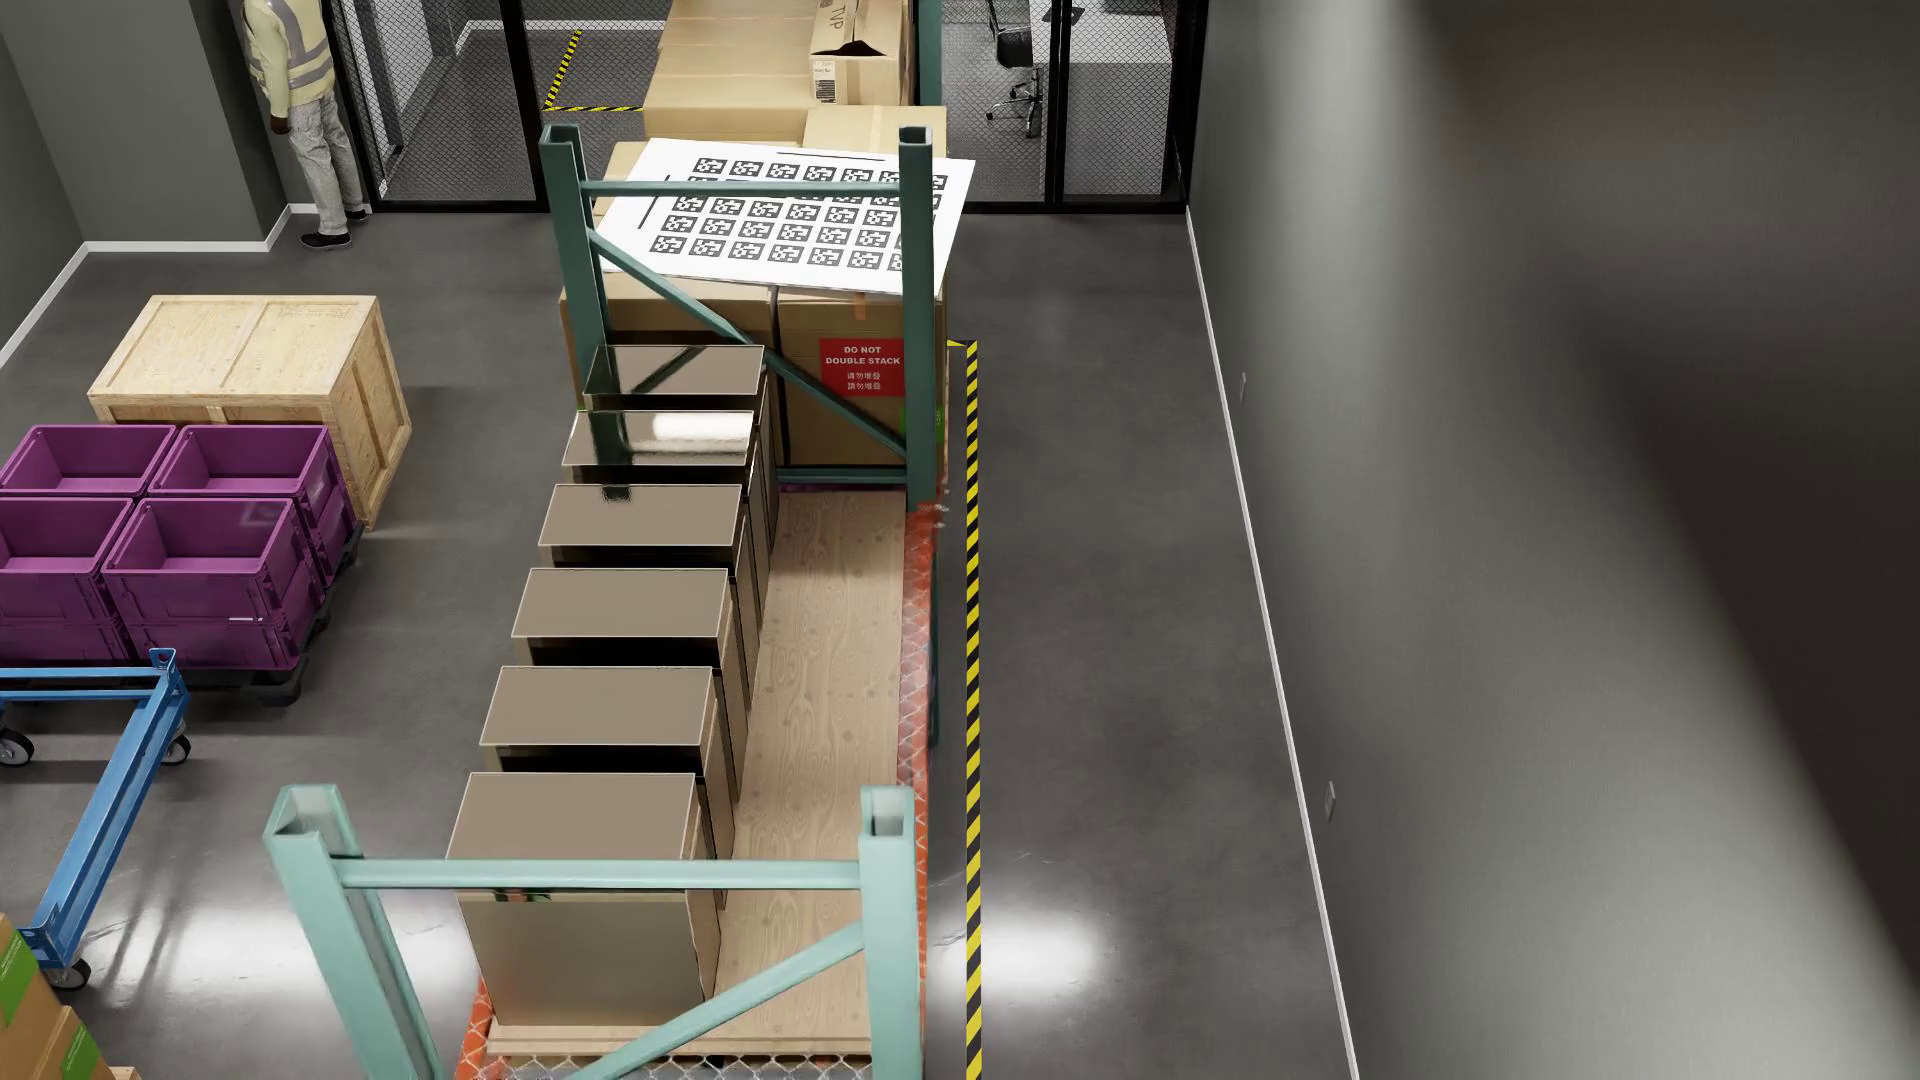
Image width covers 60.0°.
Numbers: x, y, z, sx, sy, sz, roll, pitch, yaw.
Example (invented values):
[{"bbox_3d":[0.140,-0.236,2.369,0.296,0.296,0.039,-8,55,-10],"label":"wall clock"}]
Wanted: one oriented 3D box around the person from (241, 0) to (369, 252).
[{"bbox_3d":[-3.471,-2.391,8.699,0.404,1.833,0.588,5,41,5],"label":"person"}]
